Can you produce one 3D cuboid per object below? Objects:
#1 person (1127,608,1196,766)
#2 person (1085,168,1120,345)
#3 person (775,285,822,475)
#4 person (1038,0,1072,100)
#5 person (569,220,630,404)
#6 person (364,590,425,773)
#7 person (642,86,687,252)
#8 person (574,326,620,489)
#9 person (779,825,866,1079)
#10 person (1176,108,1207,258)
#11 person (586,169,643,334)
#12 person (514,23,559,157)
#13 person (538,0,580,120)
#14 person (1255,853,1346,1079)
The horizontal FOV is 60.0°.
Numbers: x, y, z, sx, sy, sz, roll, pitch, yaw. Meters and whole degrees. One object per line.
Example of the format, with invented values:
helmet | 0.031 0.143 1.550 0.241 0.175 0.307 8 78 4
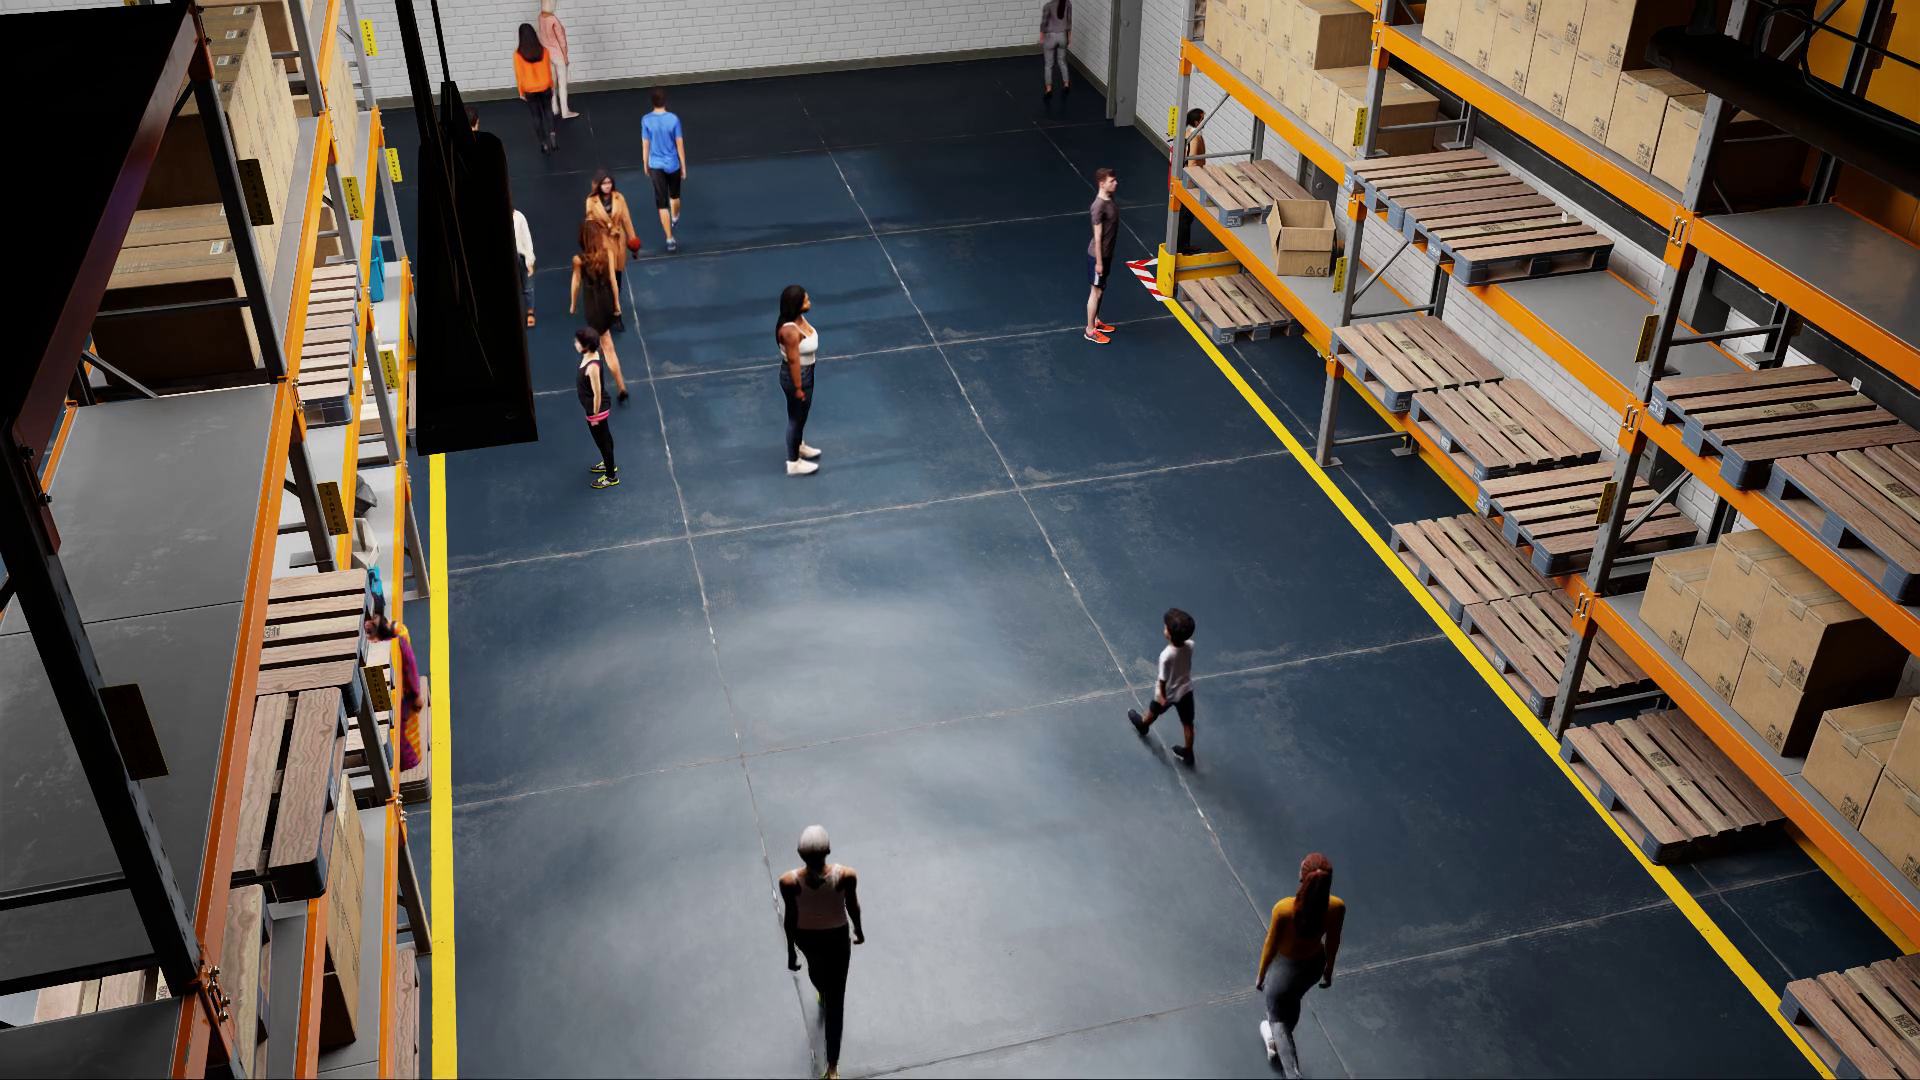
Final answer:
person | 1.562 1.061 11.744 0.644 1.222 0.912 -19 38 -26
person | 1.459 -2.967 17.234 0.789 1.854 0.675 10 35 14
person | -1.487 -1.466 15.016 0.767 1.810 0.633 1 34 1
person | 1.348 -7.065 23.568 0.660 1.666 0.615 -9 35 -13
person | -3.440 -2.147 16.072 0.901 1.775 1.256 -22 40 -30
person | -3.961 1.000 11.439 0.677 1.662 0.727 -6 34 -9
person | -3.409 -4.240 19.187 0.689 1.813 1.203 -6 34 -9
person | -3.246 -1.215 14.871 0.613 1.552 0.463 -5 34 -8
person | -0.762 2.362 9.391 0.803 1.661 1.257 -1 34 -2
person | 2.636 -4.073 18.988 0.798 1.754 0.647 3 34 5
person | -3.709 -3.102 17.575 0.845 1.701 1.034 -15 36 -21
person | -5.473 -5.833 21.653 0.713 1.736 0.736 -18 38 -25
person | -5.595 -6.712 22.984 0.652 1.725 0.745 24 41 32
person | 1.874 2.456 9.190 0.656 1.728 0.988 -4 34 -7
